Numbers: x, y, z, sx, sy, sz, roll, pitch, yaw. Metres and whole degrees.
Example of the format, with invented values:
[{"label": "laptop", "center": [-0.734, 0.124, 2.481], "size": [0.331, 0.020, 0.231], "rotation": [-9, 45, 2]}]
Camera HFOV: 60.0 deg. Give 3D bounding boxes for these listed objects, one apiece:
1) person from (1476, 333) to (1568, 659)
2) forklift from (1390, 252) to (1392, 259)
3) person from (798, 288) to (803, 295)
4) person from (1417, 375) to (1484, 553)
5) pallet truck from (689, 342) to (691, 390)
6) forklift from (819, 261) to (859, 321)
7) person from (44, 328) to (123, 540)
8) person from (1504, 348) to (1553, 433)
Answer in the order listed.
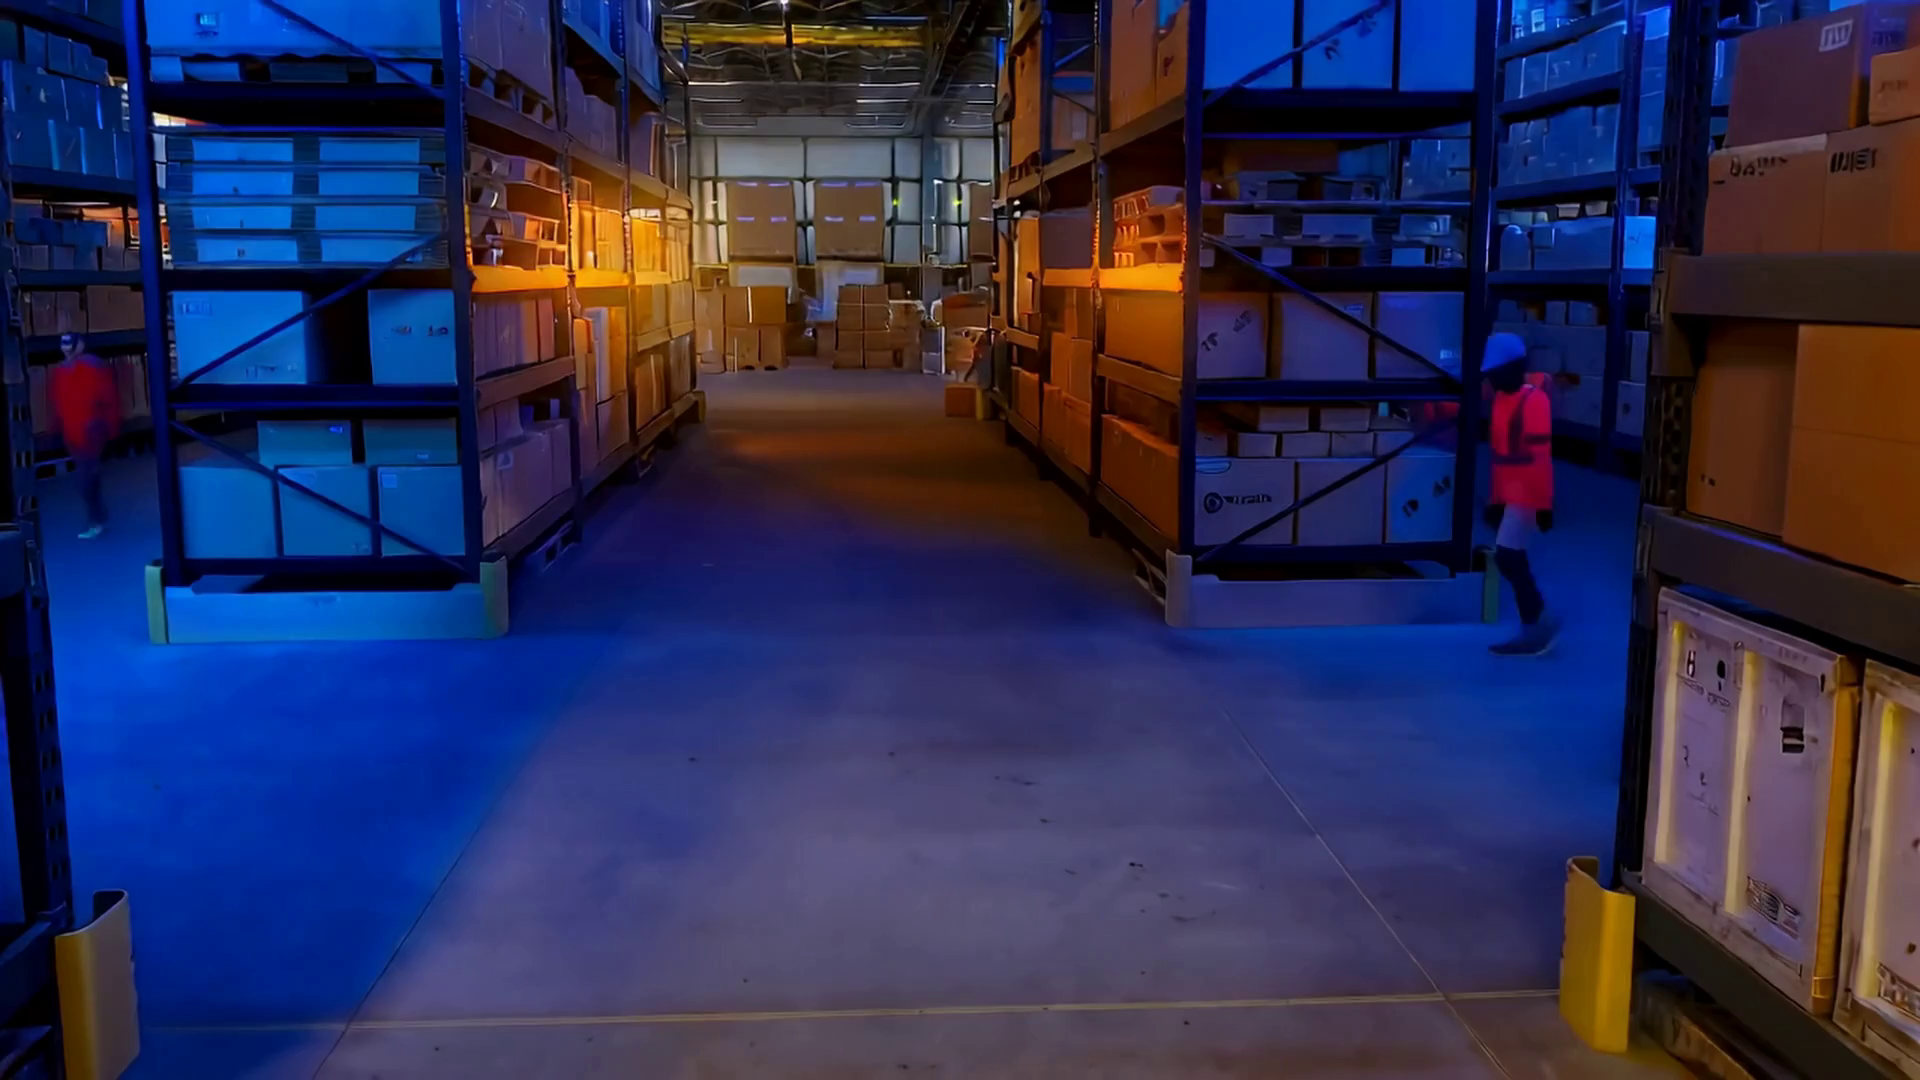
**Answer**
[{"label": "person", "center": [3.382, -0.258, 10.176], "size": [0.472, 2.008, 0.667], "rotation": [0, 9, 1]}, {"label": "forklift", "center": [8.627, -4.428, 33.633], "size": [1.129, 2.768, 1.873], "rotation": [-1, 9, -4]}, {"label": "person", "center": [-5.993, -8.374, 61.477], "size": [0.651, 1.897, 0.516], "rotation": [-3, 10, -18]}, {"label": "person", "center": [4.184, -0.782, 14.080], "size": [0.628, 1.809, 0.813], "rotation": [-1, 9, -5]}, {"label": "pallet truck", "center": [-5.225, -3.008, 27.480], "size": [1.885, 1.965, 0.823], "rotation": [2, 9, 14]}, {"label": "forklift", "center": [-3.792, -7.756, 54.530], "size": [1.129, 2.768, 1.873], "rotation": [-5, 10, -29]}, {"label": "person", "center": [-7.903, -0.947, 14.897], "size": [0.674, 1.880, 0.723], "rotation": [2, 9, 12]}, {"label": "person", "center": [5.796, -1.153, 16.983], "size": [0.526, 1.619, 0.613], "rotation": [1, 9, 6]}]
